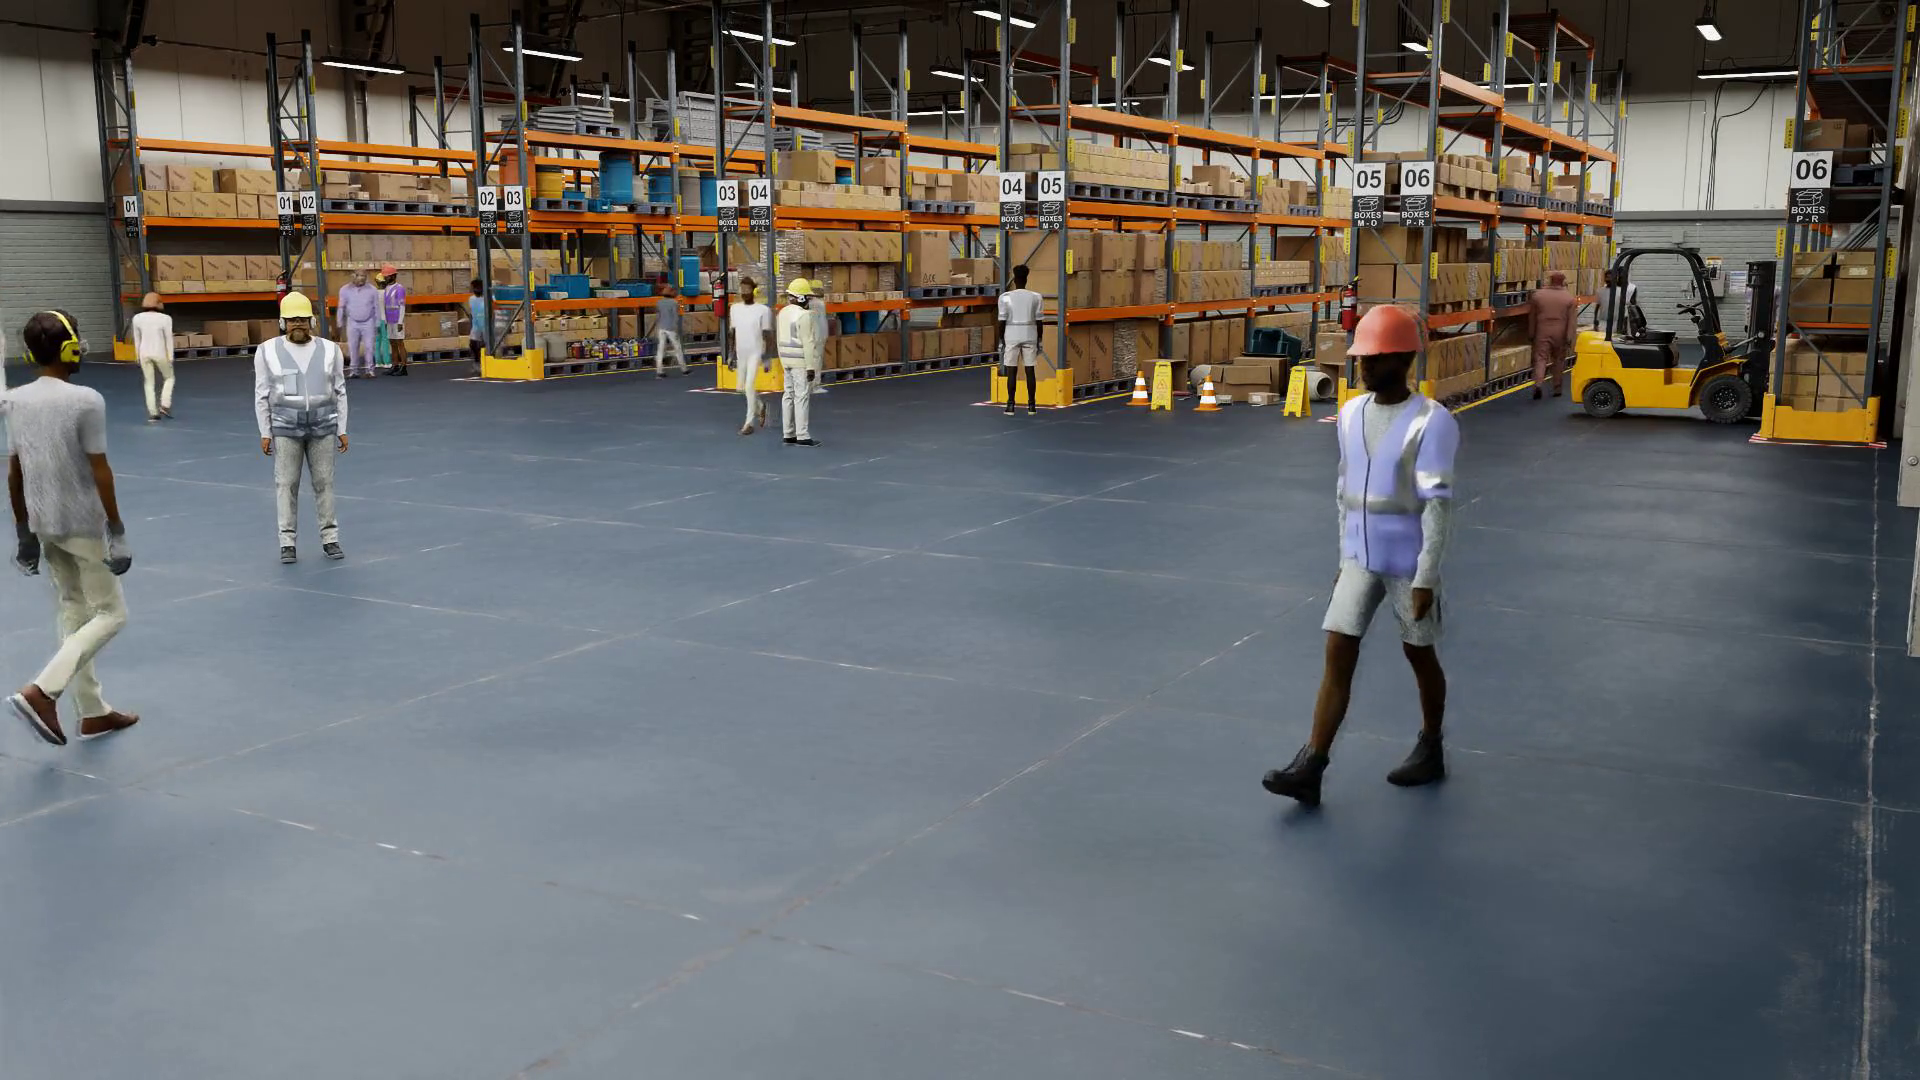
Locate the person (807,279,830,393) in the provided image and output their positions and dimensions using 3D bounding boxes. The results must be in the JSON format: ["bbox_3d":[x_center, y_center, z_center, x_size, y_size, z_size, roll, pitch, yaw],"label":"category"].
[{"bbox_3d":[-2.194,-3.083,25.218,0.426,1.723,0.514,-9,13,-43],"label":"person"}]

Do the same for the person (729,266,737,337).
[{"bbox_3d":[-5.375,-5.718,40.211,0.588,1.870,0.730,4,11,23],"label":"person"}]

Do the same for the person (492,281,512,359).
[{"bbox_3d":[-8.393,-3.879,30.194,0.518,1.618,0.620,4,10,20],"label":"person"}]

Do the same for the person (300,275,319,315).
[{"bbox_3d":[-12.592,-4.323,32.334,0.512,1.789,0.951,5,11,27],"label":"person"}]

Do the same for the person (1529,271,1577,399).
[{"bbox_3d":[8.629,-2.992,24.276,0.646,1.870,0.943,4,11,23],"label":"person"}]

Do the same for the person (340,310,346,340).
[{"bbox_3d":[-12.899,-4.839,35.198,0.593,1.819,1.033,3,10,19],"label":"person"}]

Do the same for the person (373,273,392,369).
[{"bbox_3d":[-10.646,-4.042,30.704,0.526,1.768,0.331,7,12,35],"label":"person"}]

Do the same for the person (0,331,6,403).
[{"bbox_3d":[-13.697,-2.738,23.457,0.541,1.621,0.376,3,10,18],"label":"person"}]

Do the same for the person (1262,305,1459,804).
[{"bbox_3d":[1.576,0.067,6.296,0.975,1.882,0.565,-8,12,-37],"label":"person"}]

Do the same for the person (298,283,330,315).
[{"bbox_3d":[-12.969,-4.555,33.494,0.627,1.844,0.429,1,10,5],"label":"person"}]

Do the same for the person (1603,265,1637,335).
[{"bbox_3d":[12.072,-4.086,30.559,0.598,1.904,0.439,5,11,28],"label":"person"}]

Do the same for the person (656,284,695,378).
[{"bbox_3d":[-4.911,-3.566,28.398,0.525,1.586,0.829,7,12,34],"label":"person"}]

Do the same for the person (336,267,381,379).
[{"bbox_3d":[-10.148,-3.650,28.095,0.708,1.888,0.421,-4,10,-20],"label":"person"}]

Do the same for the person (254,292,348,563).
[{"bbox_3d":[-4.463,-0.763,11.316,0.590,1.833,0.403,-6,11,-30],"label":"person"}]

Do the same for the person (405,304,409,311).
[{"bbox_3d":[-11.797,-4.769,35.014,0.532,1.756,0.483,3,10,18],"label":"person"}]

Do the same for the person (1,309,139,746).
[{"bbox_3d":[-3.763,-0.036,6.985,0.530,1.859,0.610,3,10,18],"label":"person"}]

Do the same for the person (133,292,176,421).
[{"bbox_3d":[-10.159,-2.308,20.992,0.515,1.621,0.363,-1,10,-4],"label":"person"}]

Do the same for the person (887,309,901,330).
[{"bbox_3d":[-1.185,-4.452,32.307,0.394,2.040,0.610,-9,13,-43],"label":"person"}]

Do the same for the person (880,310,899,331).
[{"bbox_3d":[-1.378,-4.603,33.541,0.659,1.910,0.607,5,11,29],"label":"person"}]

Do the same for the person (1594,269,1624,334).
[{"bbox_3d":[11.284,-3.773,28.942,0.515,1.840,0.829,5,11,26],"label":"person"}]

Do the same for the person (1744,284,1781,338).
[{"bbox_3d":[13.905,-3.795,28.824,0.580,1.918,0.399,5,11,25],"label":"person"}]

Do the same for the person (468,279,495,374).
[{"bbox_3d":[-8.396,-3.721,29.088,0.542,1.668,0.565,4,10,20],"label":"person"}]

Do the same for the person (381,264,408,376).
[{"bbox_3d":[-9.828,-3.804,28.840,0.542,1.929,0.368,9,13,42],"label":"person"}]

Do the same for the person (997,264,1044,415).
[{"bbox_3d":[0.794,-2.611,21.745,0.612,1.965,0.361,-1,10,-6],"label":"person"}]

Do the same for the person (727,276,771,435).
[{"bbox_3d":[-2.455,-2.172,19.530,0.530,1.849,0.701,4,10,22],"label":"person"}]

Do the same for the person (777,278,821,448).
[{"bbox_3d":[-1.750,-1.921,18.092,0.403,1.830,0.598,-7,12,-36],"label":"person"}]
